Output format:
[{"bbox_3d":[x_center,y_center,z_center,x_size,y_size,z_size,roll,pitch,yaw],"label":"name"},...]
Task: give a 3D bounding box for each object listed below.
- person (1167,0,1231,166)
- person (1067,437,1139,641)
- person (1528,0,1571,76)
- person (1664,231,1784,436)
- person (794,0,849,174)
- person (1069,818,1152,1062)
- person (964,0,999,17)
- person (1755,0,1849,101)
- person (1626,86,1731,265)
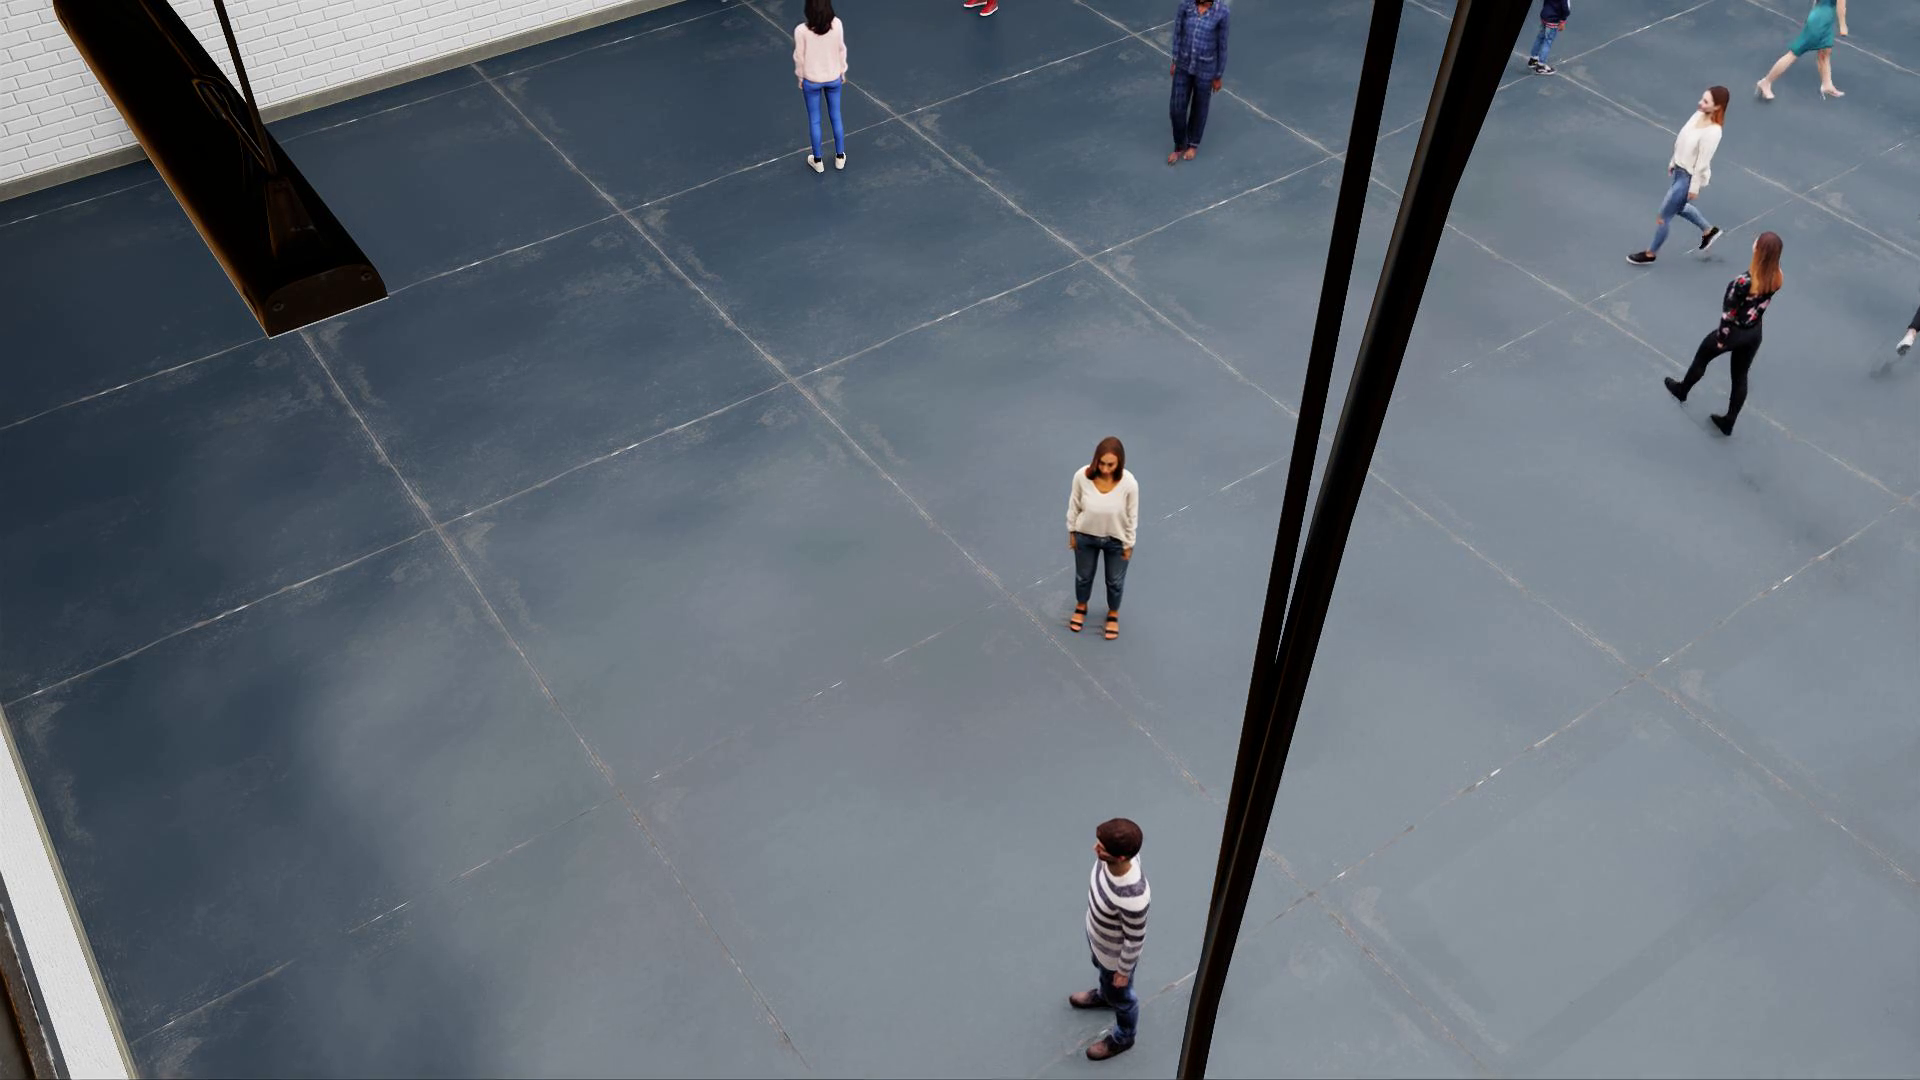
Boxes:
[{"bbox_3d":[2.199,-4.356,15.231,0.835,1.808,0.870,17,46,17],"label":"person"},{"bbox_3d":[0.931,-0.033,10.789,0.699,1.677,0.741,11,45,11],"label":"person"},{"bbox_3d":[5.922,-5.265,16.611,0.569,1.221,0.578,-10,45,-11],"label":"person"},{"bbox_3d":[5.829,-1.489,12.334,0.936,1.654,0.837,-10,44,-10],"label":"person"},{"bbox_3d":[-1.248,-4.164,15.058,0.608,1.770,0.769,-11,45,-11],"label":"person"},{"bbox_3d":[0.800,2.020,8.507,0.674,1.851,0.720,-8,44,-8],"label":"person"},{"bbox_3d":[0.270,-6.364,17.436,0.537,1.674,0.596,-28,50,-26],"label":"person"},{"bbox_3d":[8.168,-4.963,15.993,1.051,1.636,1.037,11,45,11],"label":"person"},{"bbox_3d":[6.171,-3.031,13.939,1.069,1.671,0.986,4,44,4],"label":"person"}]
